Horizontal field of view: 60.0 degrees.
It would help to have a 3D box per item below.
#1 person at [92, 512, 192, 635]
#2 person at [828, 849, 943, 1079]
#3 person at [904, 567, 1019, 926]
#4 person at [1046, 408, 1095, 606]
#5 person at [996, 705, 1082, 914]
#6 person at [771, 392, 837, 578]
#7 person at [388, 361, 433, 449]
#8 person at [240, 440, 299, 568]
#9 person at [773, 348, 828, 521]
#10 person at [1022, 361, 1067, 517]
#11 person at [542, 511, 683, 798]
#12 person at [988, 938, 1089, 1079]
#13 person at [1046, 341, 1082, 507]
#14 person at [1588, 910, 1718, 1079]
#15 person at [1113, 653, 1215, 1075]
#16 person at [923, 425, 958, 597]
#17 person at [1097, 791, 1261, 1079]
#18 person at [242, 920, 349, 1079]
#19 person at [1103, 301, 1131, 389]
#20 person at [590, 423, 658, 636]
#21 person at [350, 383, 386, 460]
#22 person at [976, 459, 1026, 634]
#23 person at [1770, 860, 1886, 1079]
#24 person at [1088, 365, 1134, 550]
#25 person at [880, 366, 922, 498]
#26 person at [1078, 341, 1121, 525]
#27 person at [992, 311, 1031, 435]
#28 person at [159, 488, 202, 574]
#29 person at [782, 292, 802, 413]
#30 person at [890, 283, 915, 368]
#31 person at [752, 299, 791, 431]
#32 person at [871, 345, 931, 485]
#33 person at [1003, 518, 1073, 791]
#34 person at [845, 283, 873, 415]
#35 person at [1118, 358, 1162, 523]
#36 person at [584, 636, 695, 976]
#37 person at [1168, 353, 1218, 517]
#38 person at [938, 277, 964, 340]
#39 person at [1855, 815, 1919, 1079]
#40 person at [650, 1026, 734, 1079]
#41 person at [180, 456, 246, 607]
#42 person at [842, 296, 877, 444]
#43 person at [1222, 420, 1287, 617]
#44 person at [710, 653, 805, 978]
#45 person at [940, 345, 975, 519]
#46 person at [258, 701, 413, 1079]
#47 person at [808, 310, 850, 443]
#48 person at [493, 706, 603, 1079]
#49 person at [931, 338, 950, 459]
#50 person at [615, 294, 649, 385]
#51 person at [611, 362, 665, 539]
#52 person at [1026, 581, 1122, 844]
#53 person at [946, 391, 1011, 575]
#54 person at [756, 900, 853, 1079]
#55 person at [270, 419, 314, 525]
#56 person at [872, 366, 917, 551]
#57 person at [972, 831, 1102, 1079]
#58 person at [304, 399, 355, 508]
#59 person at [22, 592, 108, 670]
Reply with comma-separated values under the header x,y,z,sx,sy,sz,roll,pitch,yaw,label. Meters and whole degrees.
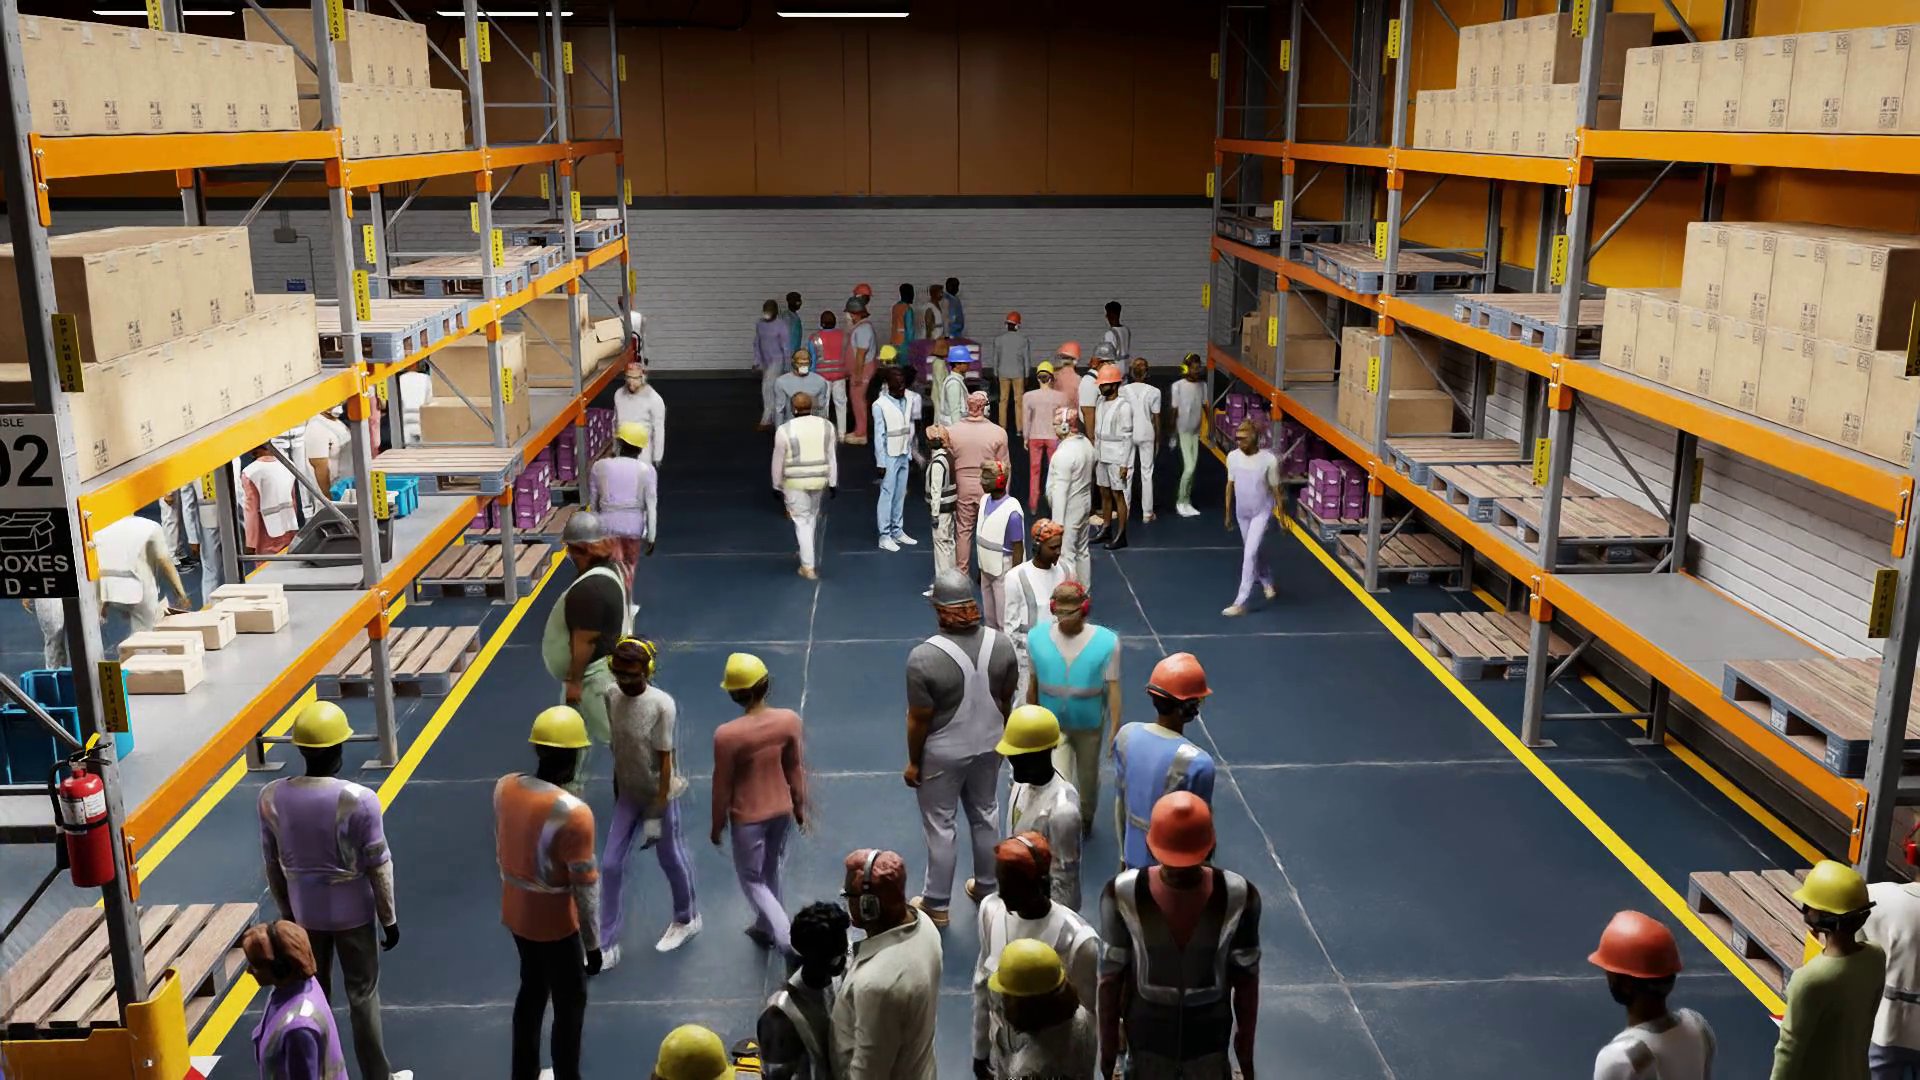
x,y,z,sx,sy,sz,roll,pitch,yaw,label
-6.098,0.437,12.424,0.609,1.828,0.569,4,15,14,person
-0.283,2.023,6.077,0.402,1.896,0.652,3,15,12,person
-0.052,1.131,9.278,0.679,2.000,0.537,-9,17,-32,person
0.971,-0.254,15.012,0.399,1.899,0.651,7,16,26,person
0.348,1.650,7.489,0.394,1.919,0.585,-4,15,-16,person
-1.591,-0.574,16.417,0.631,1.810,0.810,-9,17,-30,person
-6.199,-1.254,18.989,0.607,1.864,0.467,-5,15,-20,person
-5.860,-0.048,14.183,0.405,1.909,0.595,4,15,15,person
-1.764,-1.182,18.567,0.631,1.939,0.372,-6,15,-22,person
0.959,-1.127,18.708,0.524,1.760,0.327,3,15,11,person
-2.316,0.765,10.715,0.958,2.000,0.682,-2,14,-7,person
0.255,2.165,5.829,0.387,1.723,0.516,8,16,28,person
1.181,-1.256,18.790,0.641,1.967,0.698,11,18,38,person
2.248,2.146,5.550,0.602,1.924,0.422,-11,18,-37,person
0.978,1.513,7.802,0.415,2.035,0.609,-10,18,-35,person
-0.178,-0.277,15.627,0.313,1.634,0.514,3,15,10,person
0.821,1.895,6.313,0.608,2.030,0.409,1,14,4,person
-2.401,2.147,6.111,0.320,1.631,0.523,-7,16,-24,person
2.139,-2.312,22.949,0.373,1.963,0.607,9,17,31,person
-2.910,-0.100,14.497,0.580,1.855,0.879,-3,15,-12,person
-7.566,-1.869,21.173,0.617,1.986,0.408,3,15,13,person
0.313,0.269,13.049,0.375,1.843,0.575,-7,16,-25,person
3.219,2.042,6.263,0.525,1.761,0.340,-8,16,-29,person
1.552,-0.861,17.307,0.374,1.935,0.552,-9,17,-30,person
-0.694,-1.208,19.264,0.523,1.634,0.782,0,14,0,person
1.579,-1.194,18.404,0.535,2.000,0.681,7,16,24,person
0.739,-2.362,23.561,0.564,1.751,0.342,5,15,20,person
-7.771,-0.574,16.417,0.404,1.824,0.586,-4,15,-15,person
-2.546,-2.856,25.325,0.328,1.841,0.514,2,14,8,person
-0.874,-3.021,25.832,0.383,1.917,0.605,-7,16,-25,person
-2.634,-2.545,24.021,0.917,1.899,0.623,-13,19,-42,person
-0.733,-1.508,20.245,0.648,1.744,0.542,3,15,11,person
0.532,0.774,11.011,0.584,1.878,0.362,-11,18,-38,person
-1.531,-2.896,25.212,0.427,1.976,0.626,5,15,18,person
1.979,-1.099,18.423,0.510,1.846,0.341,4,15,14,person
-1.716,1.388,8.703,0.516,1.823,0.892,8,16,28,person
2.637,-1.172,18.693,0.548,1.857,0.466,-11,18,-36,person
-0.143,-3.434,27.603,0.430,1.841,0.624,4,15,16,person
3.711,1.950,6.474,0.562,1.838,0.388,7,16,27,person
-0.825,2.314,5.248,0.336,1.734,0.484,10,18,35,person
-6.425,-0.098,14.378,0.411,1.906,0.602,8,16,29,person
-1.418,-2.360,22.984,0.535,2.000,0.703,-2,14,-10,person
2.718,-0.242,15.188,0.573,1.795,0.935,12,19,39,person
-1.008,1.435,8.693,0.530,1.742,0.742,-13,19,-42,person
-0.033,-1.210,18.651,0.389,1.949,0.604,-1,14,-3,person
-2.807,1.648,7.477,0.587,1.927,0.367,2,14,7,person
-1.793,-2.231,22.869,0.625,1.846,0.429,-5,15,-20,person
-1.806,1.669,7.444,0.610,1.900,0.450,11,18,36,person
-0.246,-1.819,21.664,0.272,1.635,0.507,-1,14,-5,person
-4.977,-2.820,25.227,0.971,1.840,0.559,10,17,35,person
-3.450,-0.969,17.808,0.700,1.902,0.477,8,16,29,person
0.684,1.086,9.951,0.581,1.801,0.947,2,15,10,person
0.176,-0.470,15.833,0.652,1.906,0.409,4,15,15,person
-0.545,2.103,6.185,0.329,1.681,0.536,9,17,31,person
-7.306,-1.035,18.111,0.576,1.880,0.351,-8,16,-27,person
-0.691,-0.860,17.338,0.381,1.918,0.596,9,17,31,person
0.271,1.976,6.295,0.597,1.877,0.371,14,20,43,person
-5.868,-0.505,15.700,0.536,2.000,0.683,-2,14,-8,person
-6.771,0.348,12.590,0.635,1.932,0.362,-7,16,-26,person
